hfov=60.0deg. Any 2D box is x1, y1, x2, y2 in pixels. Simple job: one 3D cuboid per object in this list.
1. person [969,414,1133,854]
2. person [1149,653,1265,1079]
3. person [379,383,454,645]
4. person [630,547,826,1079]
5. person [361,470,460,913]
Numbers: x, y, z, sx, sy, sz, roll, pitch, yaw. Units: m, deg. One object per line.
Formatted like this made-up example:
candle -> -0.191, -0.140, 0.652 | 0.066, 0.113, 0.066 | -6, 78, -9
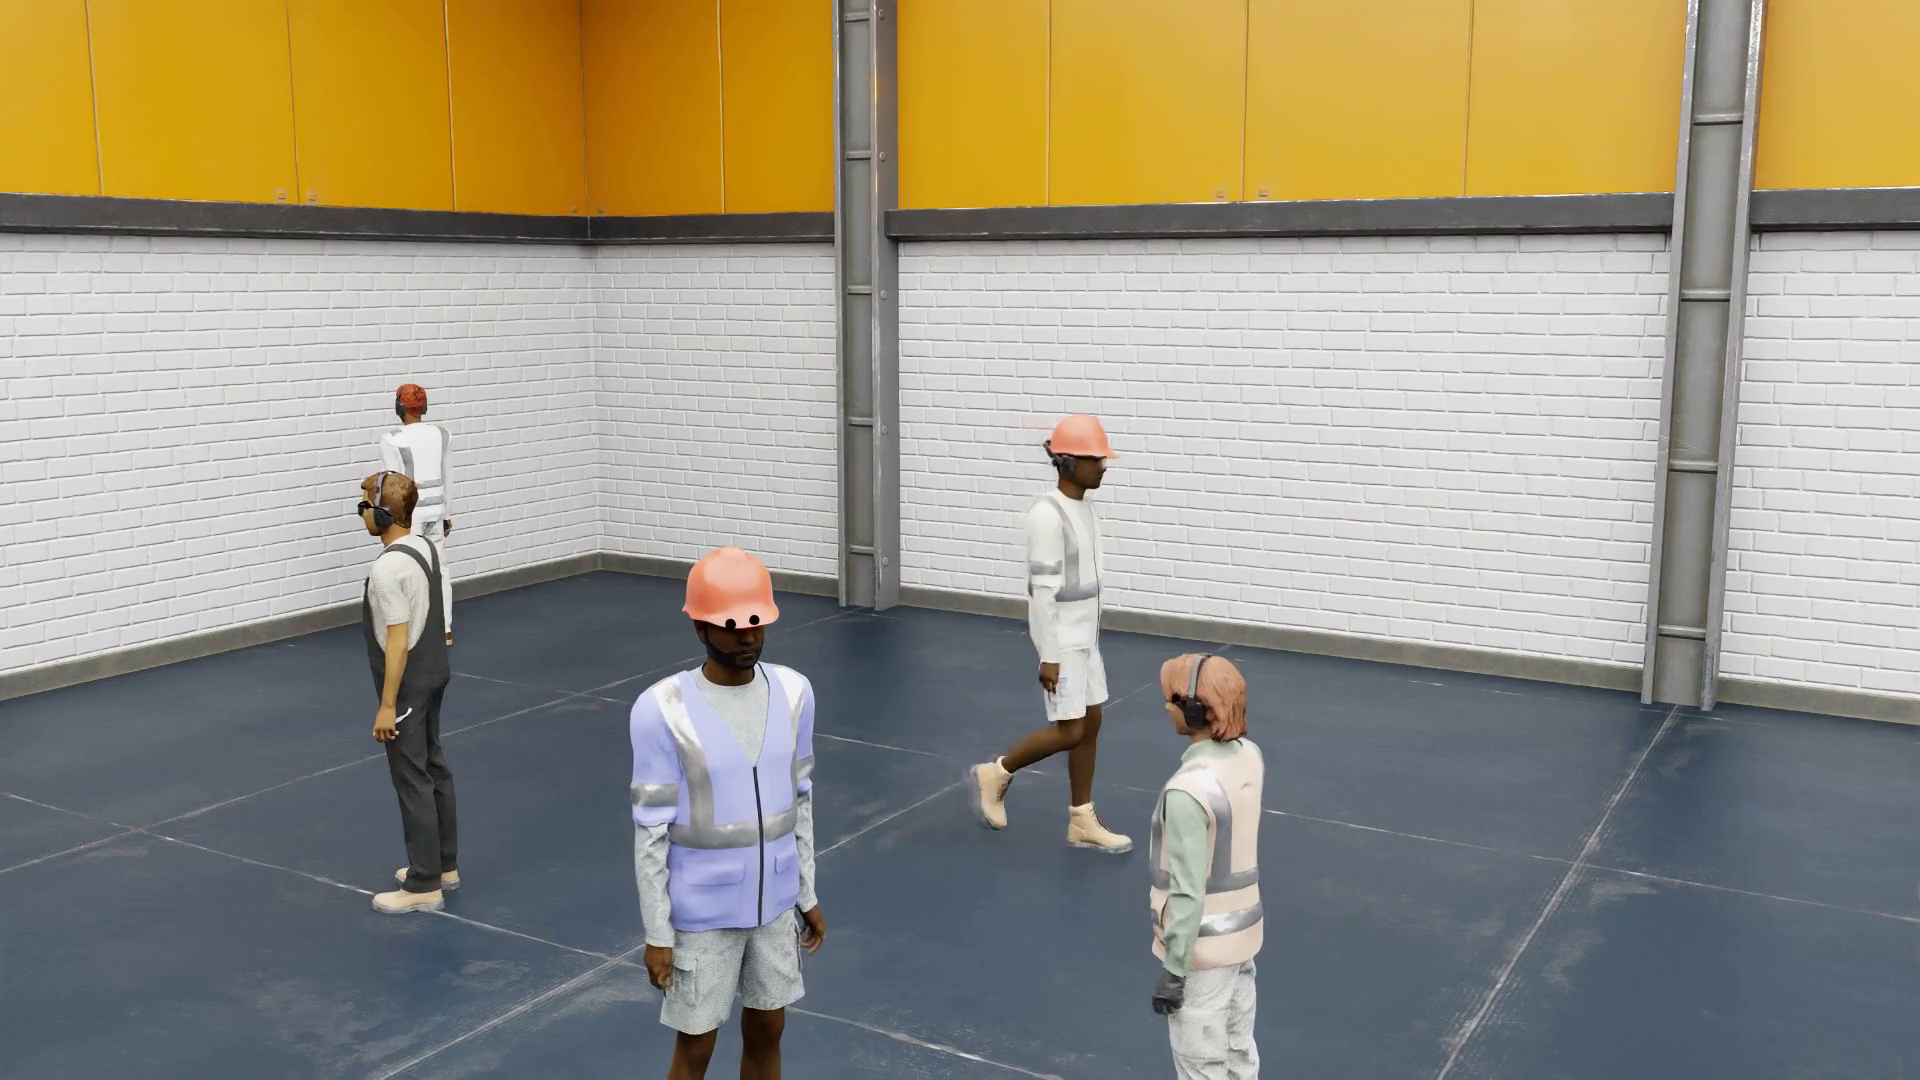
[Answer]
person -> 0.436, 0.432, 7.575 | 0.674, 2.028, 0.632 | 5, 10, 26
person -> 0.672, 1.112, 4.536 | 0.310, 1.636, 0.522 | 5, 10, 29
person -> -3.813, -0.157, 11.693 | 0.355, 1.883, 0.575 | 6, 11, 34
person -> -0.600, 0.972, 4.473 | 0.551, 1.937, 0.357 | -7, 12, -38
person -> -2.299, 0.626, 6.920 | 0.326, 1.843, 0.517 | 0, 9, 2
